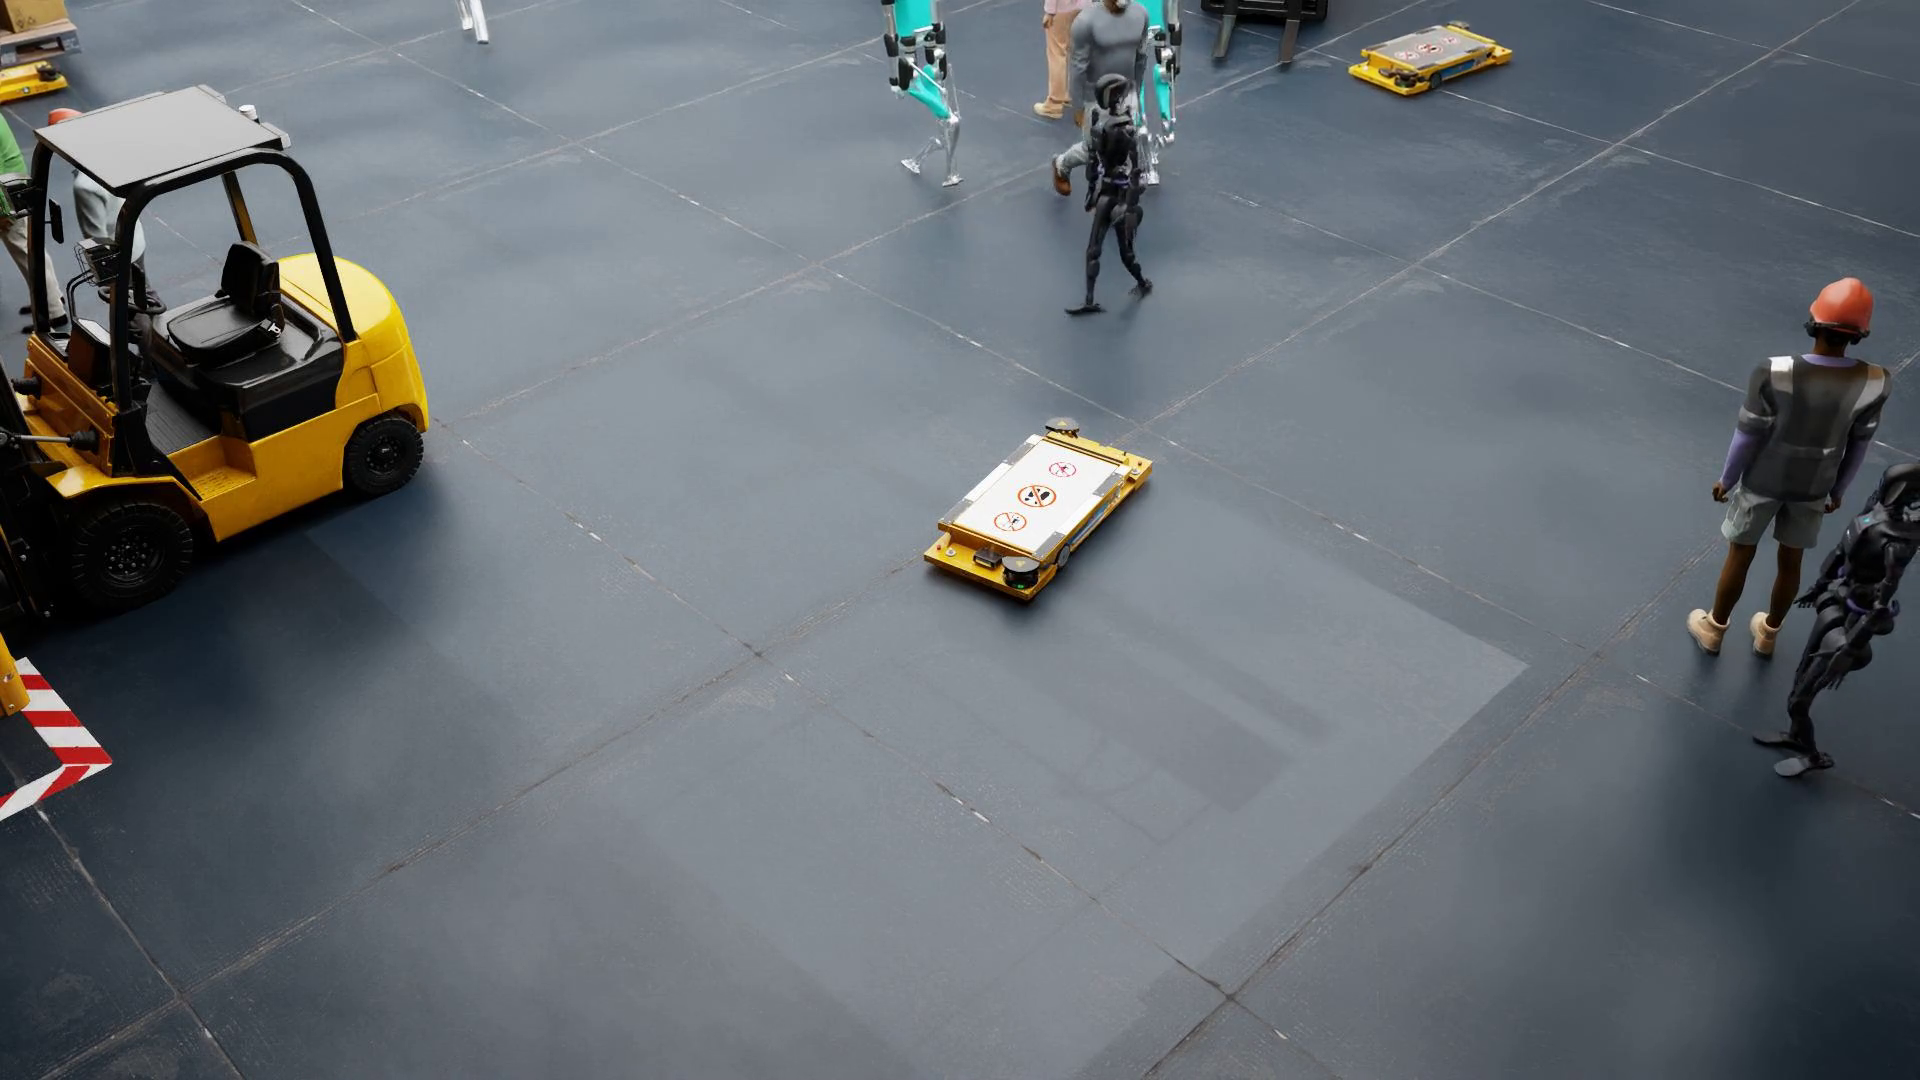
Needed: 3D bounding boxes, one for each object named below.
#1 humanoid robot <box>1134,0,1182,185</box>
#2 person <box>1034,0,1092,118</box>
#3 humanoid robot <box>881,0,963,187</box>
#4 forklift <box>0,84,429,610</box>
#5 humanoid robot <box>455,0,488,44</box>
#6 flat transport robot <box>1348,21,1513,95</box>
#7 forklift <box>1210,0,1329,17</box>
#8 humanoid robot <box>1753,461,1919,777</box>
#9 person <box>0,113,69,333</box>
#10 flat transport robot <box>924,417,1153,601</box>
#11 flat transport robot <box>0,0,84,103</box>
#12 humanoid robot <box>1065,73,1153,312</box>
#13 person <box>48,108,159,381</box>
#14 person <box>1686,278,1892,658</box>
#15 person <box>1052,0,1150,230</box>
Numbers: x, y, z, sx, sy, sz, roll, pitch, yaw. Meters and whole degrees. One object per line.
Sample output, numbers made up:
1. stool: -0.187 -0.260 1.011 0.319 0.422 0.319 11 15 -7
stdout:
1. humanoid robot: 1.423 -3.447 12.378 0.548 1.739 0.925 -6 37 -8
2. person: 0.891 -4.338 13.548 0.405 1.775 0.539 26 44 31
3. humanoid robot: -0.163 -3.409 12.390 0.531 1.777 1.022 -25 43 -29
4. forklift: -4.145 -1.093 8.856 2.313 2.155 1.214 -31 47 -34
5. humanoid robot: -4.475 -5.311 14.887 0.548 1.730 1.027 -11 38 -14
6. flat transport robot: 4.171 -4.260 14.699 1.431 0.231 0.659 -25 43 -29
7. forklift: 3.106 -6.400 15.960 1.214 2.155 2.313 8 37 10
8. humanoid robot: 3.919 0.341 7.356 0.336 1.649 0.602 7 37 10
9. person: -6.153 -2.206 10.693 0.385 1.776 0.546 -17 40 -21
10. flat transport robot: 0.460 -0.198 9.262 0.659 0.231 1.431 21 41 25
11. flat transport robot: -8.414 -4.184 14.597 0.659 0.231 1.431 -26 44 -30
12. humanoid robot: 1.032 -2.253 10.901 0.704 1.654 0.608 -17 40 -22
13. person: -5.187 -1.801 10.180 0.352 1.737 0.576 -4 37 -6
14. person: 3.928 -0.307 7.928 0.607 2.044 0.391 6 37 8
15. person: 1.020 -3.198 11.910 0.633 1.913 0.775 -18 40 -22
